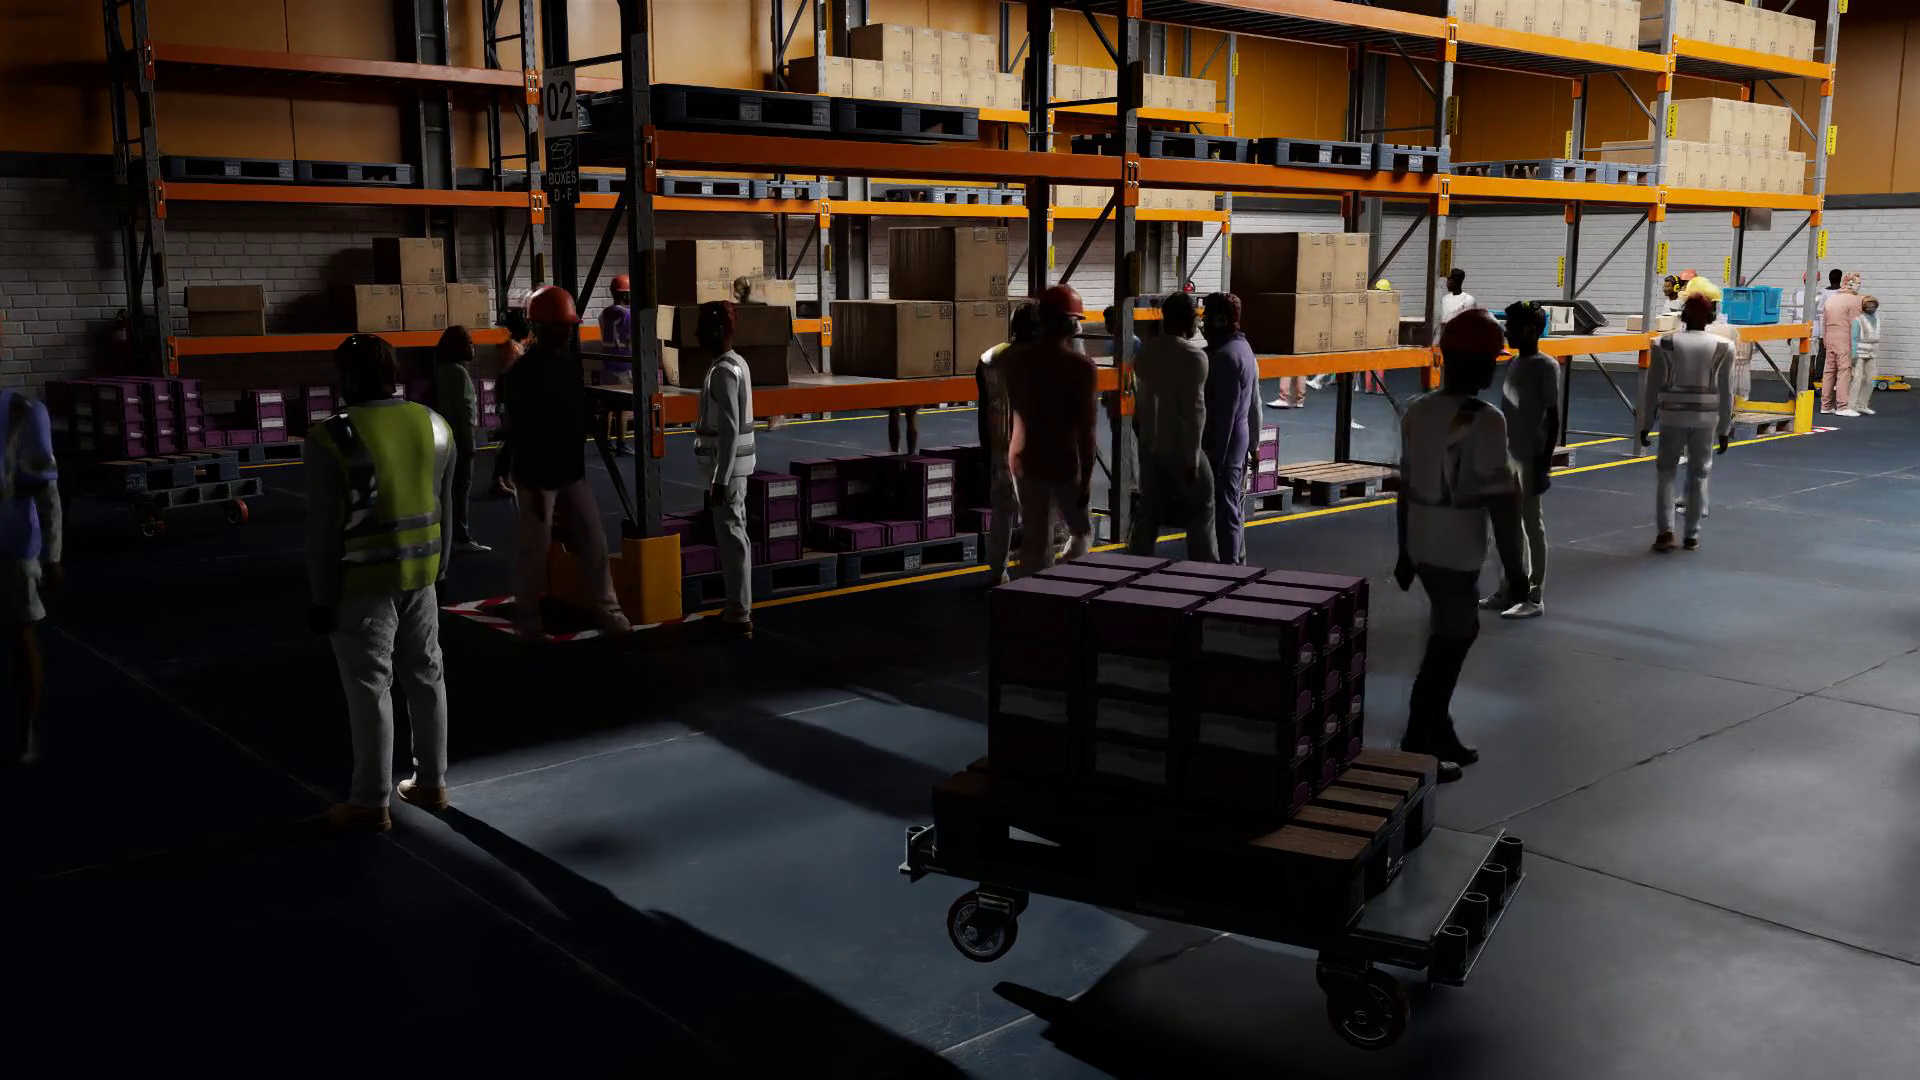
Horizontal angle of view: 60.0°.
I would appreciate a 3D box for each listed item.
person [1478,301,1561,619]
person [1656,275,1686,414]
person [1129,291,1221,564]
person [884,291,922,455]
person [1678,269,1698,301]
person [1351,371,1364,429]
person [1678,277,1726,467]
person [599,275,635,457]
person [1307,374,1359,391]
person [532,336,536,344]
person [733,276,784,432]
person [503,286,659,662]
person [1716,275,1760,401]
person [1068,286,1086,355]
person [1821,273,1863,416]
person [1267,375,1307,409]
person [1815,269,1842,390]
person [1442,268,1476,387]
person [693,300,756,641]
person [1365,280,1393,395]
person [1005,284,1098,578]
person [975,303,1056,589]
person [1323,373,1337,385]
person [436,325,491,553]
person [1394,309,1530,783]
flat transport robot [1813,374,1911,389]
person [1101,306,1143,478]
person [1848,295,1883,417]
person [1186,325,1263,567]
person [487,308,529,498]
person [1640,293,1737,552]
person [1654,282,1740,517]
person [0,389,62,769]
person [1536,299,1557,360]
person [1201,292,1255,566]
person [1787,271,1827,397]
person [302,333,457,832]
[{"bbox_3d":[3.309,-0.467,9.795,0.333,1.864,0.520,-2,10,-13],"label":"person"},{"bbox_3d":[9.452,-2.576,22.124,0.327,1.871,0.514,-1,10,-8],"label":"person"},{"bbox_3d":[1.356,-0.524,9.986,0.755,1.918,0.650,-7,12,-35],"label":"person"},{"bbox_3d":[-0.551,-1.630,16.256,0.639,1.989,1.052,-1,10,-5],"label":"person"},{"bbox_3d":[10.474,-2.949,24.128,0.382,1.930,0.547,-1,10,-8],"label":"person"},{"bbox_3d":[4.864,-2.194,20.571,0.281,1.634,0.498,1,10,5],"label":"person"},{"bbox_3d":[7.388,-1.678,16.722,0.394,1.919,0.589,-3,10,-19],"label":"person"},{"bbox_3d":[-3.596,-1.846,17.700,0.419,1.924,0.546,-8,13,-40],"label":"person"},{"bbox_3d":[5.913,-3.223,26.099,0.915,1.811,0.539,-3,10,-18],"label":"person"},{"bbox_3d":[-4.496,-1.787,18.224,0.493,1.625,0.281,9,13,41],"label":"person"},{"bbox_3d":[-2.497,-2.193,19.800,0.967,1.905,0.643,-9,13,-41],"label":"person"},{"bbox_3d":[-1.992,-0.313,8.587,0.833,1.962,0.638,5,11,25],"label":"person"},{"bbox_3d":[11.267,-2.915,24.150,0.651,1.861,0.901,6,11,31],"label":"person"},{"bbox_3d":[1.093,-1.816,17.862,0.772,1.811,0.595,-5,11,-29],"label":"person"},{"bbox_3d":[11.788,-2.602,22.176,0.399,1.905,0.643,-2,10,-9],"label":"person"},{"bbox_3d":[4.701,-2.771,23.304,0.778,1.862,0.415,-5,11,-28],"label":"person"},{"bbox_3d":[13.881,-3.347,26.487,0.592,1.922,0.392,7,12,37],"label":"person"},{"bbox_3d":[6.799,-2.745,22.835,0.374,1.963,0.608,-4,11,-23],"label":"person"},{"bbox_3d":[-1.308,-0.382,9.243,0.339,1.879,0.586,0,10,-3],"label":"person"},{"bbox_3d":[6.433,-3.096,25.470,0.316,1.767,0.535,-5,11,-28],"label":"person"},{"bbox_3d":[0.500,-0.395,9.069,0.615,1.974,0.450,6,11,32],"label":"person"},{"bbox_3d":[0.414,-0.583,10.580,0.622,1.835,0.430,3,10,18],"label":"person"},{"bbox_3d":[6.211,-3.388,27.201,0.329,1.760,0.523,-6,12,-33],"label":"person"},{"bbox_3d":[-3.596,-0.722,11.956,0.265,1.631,0.508,-6,12,-33],"label":"person"},{"bbox_3d":[2.029,0.044,6.669,0.641,1.914,0.557,-3,10,-16],"label":"person"},{"bbox_3d":[14.386,-2.555,26.672,1.431,0.197,0.652,3,10,19],"label":"flat transport robot"},{"bbox_3d":[1.613,-1.390,15.792,0.344,1.655,0.715,-8,12,-38],"label":"person"},{"bbox_3d":[11.947,-2.430,22.003,0.538,1.610,0.426,-3,10,-19],"label":"person"},{"bbox_3d":[1.695,-0.646,10.923,0.588,1.835,0.402,4,10,21],"label":"person"},{"bbox_3d":[-3.983,-1.218,14.751,0.407,1.663,0.603,-1,10,-9],"label":"person"},{"bbox_3d":[5.217,-0.826,11.929,0.599,1.867,0.658,3,10,19],"label":"person"},{"bbox_3d":[6.010,-1.161,13.740,0.599,1.905,0.713,-3,10,-15],"label":"person"},{"bbox_3d":[-3.924,0.038,6.680,0.567,1.907,0.776,-3,10,-17],"label":"person"},{"bbox_3d":[6.631,-1.948,19.112,0.514,1.640,0.315,7,12,34],"label":"person"},{"bbox_3d":[1.582,-0.559,10.200,0.411,1.910,0.643,2,10,14],"label":"person"},{"bbox_3d":[12.764,-3.115,25.078,0.374,1.939,0.545,-9,13,-43],"label":"person"},{"bbox_3d":[-2.168,0.158,6.200,0.429,1.844,0.626,6,11,32],"label":"person"}]
